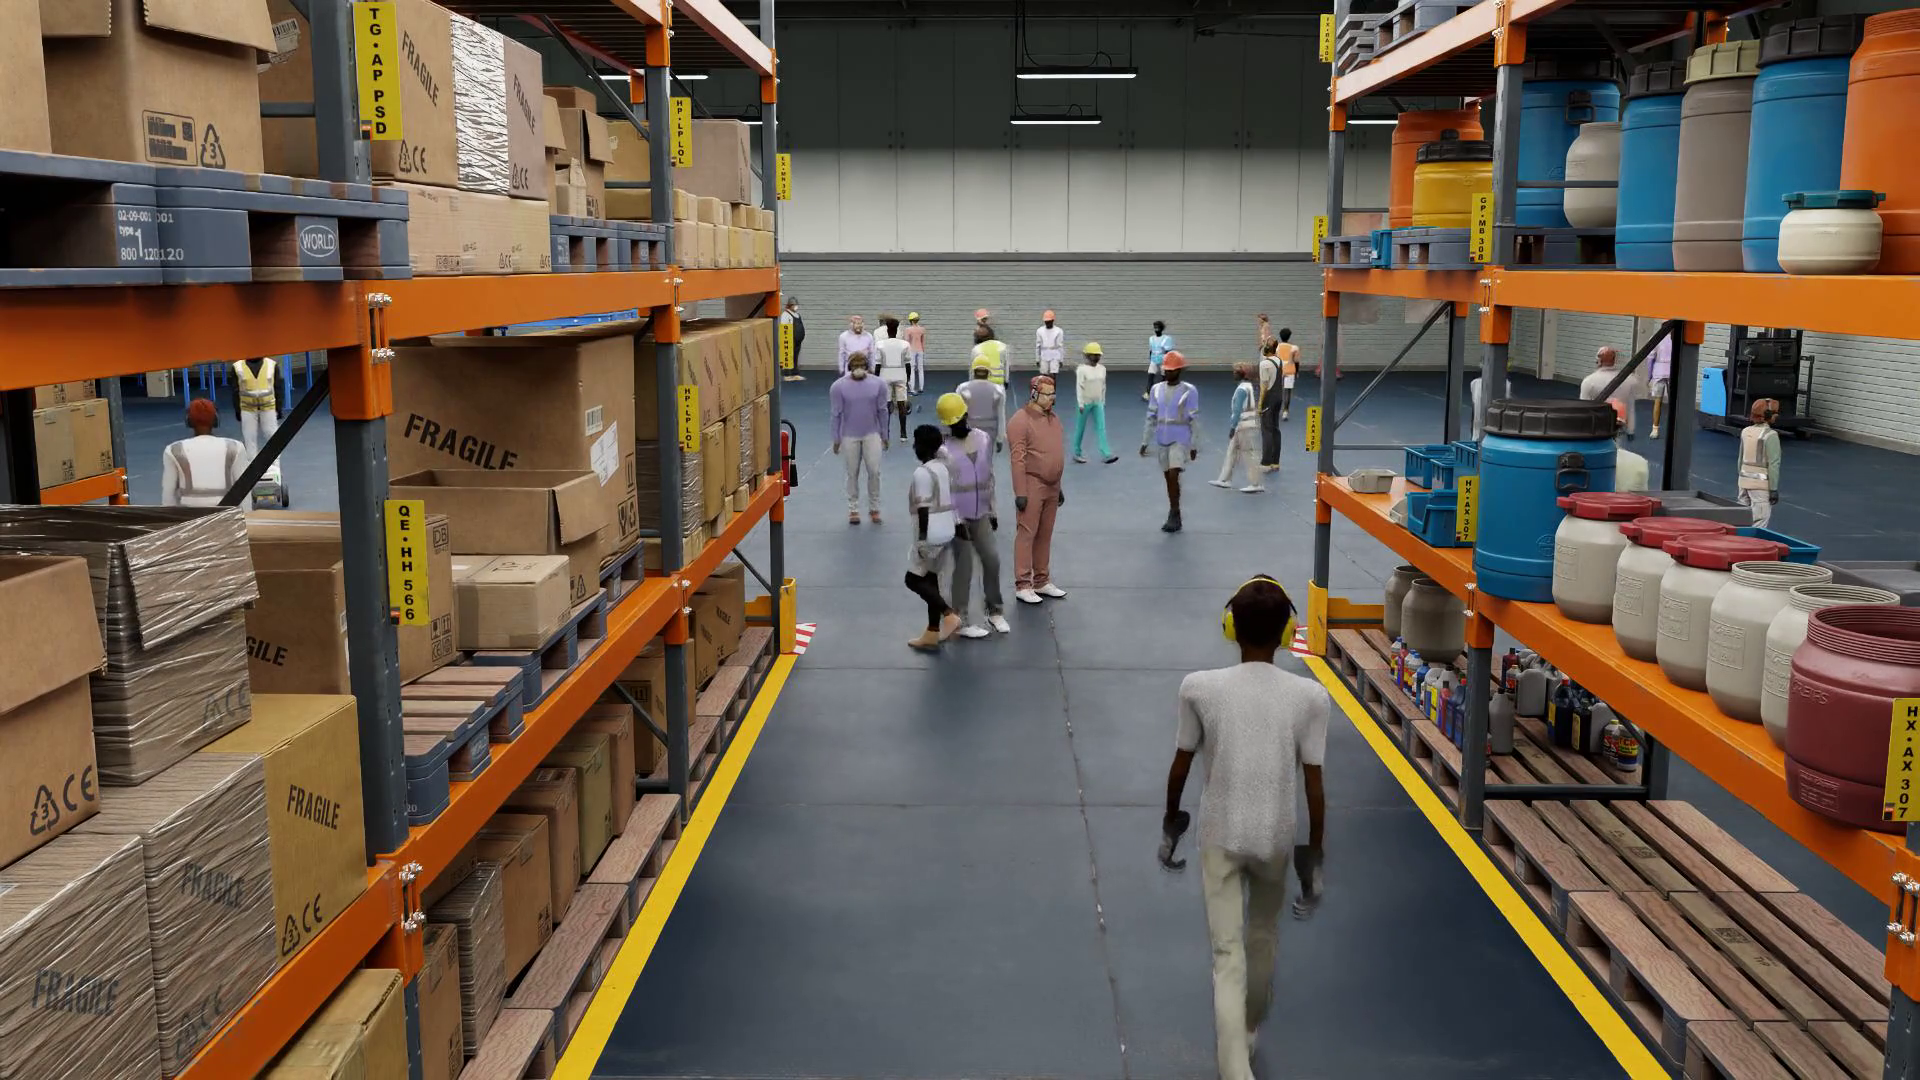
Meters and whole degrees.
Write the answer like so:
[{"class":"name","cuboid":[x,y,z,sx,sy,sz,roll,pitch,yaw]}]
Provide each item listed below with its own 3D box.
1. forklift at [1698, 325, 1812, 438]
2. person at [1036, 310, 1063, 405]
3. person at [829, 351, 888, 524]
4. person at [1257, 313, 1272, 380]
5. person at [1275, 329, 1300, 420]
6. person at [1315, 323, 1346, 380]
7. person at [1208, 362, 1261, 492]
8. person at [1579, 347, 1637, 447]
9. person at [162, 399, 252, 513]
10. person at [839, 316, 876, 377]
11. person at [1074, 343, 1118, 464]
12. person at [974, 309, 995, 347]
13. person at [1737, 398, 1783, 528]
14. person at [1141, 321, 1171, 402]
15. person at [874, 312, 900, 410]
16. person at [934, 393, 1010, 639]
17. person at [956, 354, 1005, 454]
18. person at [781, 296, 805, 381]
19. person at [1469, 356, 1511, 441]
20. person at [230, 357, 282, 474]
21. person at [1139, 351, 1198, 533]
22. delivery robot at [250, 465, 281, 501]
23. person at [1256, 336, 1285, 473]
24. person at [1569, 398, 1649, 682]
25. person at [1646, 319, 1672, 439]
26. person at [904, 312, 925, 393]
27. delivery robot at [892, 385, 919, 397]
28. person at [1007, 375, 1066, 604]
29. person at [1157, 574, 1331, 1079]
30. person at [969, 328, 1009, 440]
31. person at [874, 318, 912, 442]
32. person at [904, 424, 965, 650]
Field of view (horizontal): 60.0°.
[{"class":"forklift","cuboid":[13.248,-3.165,27.620,1.129,2.768,1.873,0,9,1]},{"class":"person","cuboid":[1.810,-3.674,33.463,0.553,1.912,0.629,2,10,14]},{"class":"person","cuboid":[-1.102,-1.116,18.167,0.648,1.901,0.576,-1,10,-9]},{"class":"person","cuboid":[7.398,-4.667,40.225,0.413,1.630,0.564,-1,10,-5]},{"class":"person","cuboid":[5.930,-3.035,30.386,0.543,1.653,0.883,1,10,8]},{"class":"person","cuboid":[9.057,-4.772,40.587,0.894,1.732,0.532,-3,10,-18]},{"class":"person","cuboid":[3.425,-1.402,20.729,0.775,1.607,0.550,3,10,17]},{"class":"person","cuboid":[7.378,-1.268,19.084,0.684,1.887,0.465,-1,10,-7]},{"class":"person","cuboid":[-5.674,-0.145,12.541,0.605,1.825,0.966,-5,11,-28]},{"class":"person","cuboid":[-1.824,-3.087,30.020,0.674,1.876,0.840,-2,10,-13]},{"class":"person","cuboid":[1.889,-1.928,23.537,0.546,1.713,0.895,-6,11,-31]},{"class":"person","cuboid":[0.394,-3.473,32.133,1.024,1.936,0.657,8,12,39]},{"class":"person","cuboid":[7.187,-0.458,14.984,0.313,1.642,0.513,-1,10,-7]},{"class":"person","cuboid":[4.028,-3.615,33.855,0.536,1.648,0.867,6,11,33]},{"class":"person","cuboid":[-1.462,-3.496,32.480,0.636,1.885,1.034,-7,12,-38]},{"class":"person","cuboid":[0.101,-0.185,12.683,0.692,1.874,0.465,-9,13,-42]},{"class":"person","cuboid":[0.227,-1.199,18.897,0.600,1.815,0.690,-2,10,-11]},{"class":"person","cuboid":[-4.023,-4.872,40.355,0.536,2.000,0.688,4,10,22]},{"class":"person","cuboid":[6.162,-1.275,19.296,0.524,1.845,0.875,9,13,43]},{"class":"person","cuboid":[-9.392,-1.760,22.253,0.626,1.829,0.435,-4,10,-25]},{"class":"person","cuboid":[2.189,-1.037,17.630,0.572,1.905,0.782,7,12,36]},{"class":"delivery robot","cuboid":[-8.216,-0.722,19.658,0.477,0.478,0.707,-4,10,-21]},{"class":"person","cuboid":[4.224,-1.857,22.755,0.345,1.846,0.506,8,13,41]},{"class":"person","cuboid":[4.200,0.040,11.013,0.651,1.962,0.762,0,9,-2]},{"class":"person","cuboid":[11.498,-2.676,27.065,0.606,2.045,0.389,4,10,22]},{"class":"person","cuboid":[-0.999,-4.116,36.517,0.525,1.770,0.306,-6,11,-32]},{"class":"delivery robot","cuboid":[-1.051,-2.842,31.581,0.335,0.223,0.698,6,12,34]},{"class":"person","cuboid":[0.678,-0.435,14.062,0.410,1.906,0.642,7,12,36]},{"class":"person","cuboid":[0.949,1.017,5.618,0.537,1.820,0.973,1,9,3]},{"class":"person","cuboid":[0.452,-2.517,26.857,0.704,1.808,0.431,-3,10,-18]},{"class":"person","cuboid":[-1.072,-2.559,26.592,0.603,1.966,0.367,-1,10,-8]},{"class":"person","cuboid":[-0.189,-0.019,12.261,0.406,1.668,0.551,3,10,17]}]
